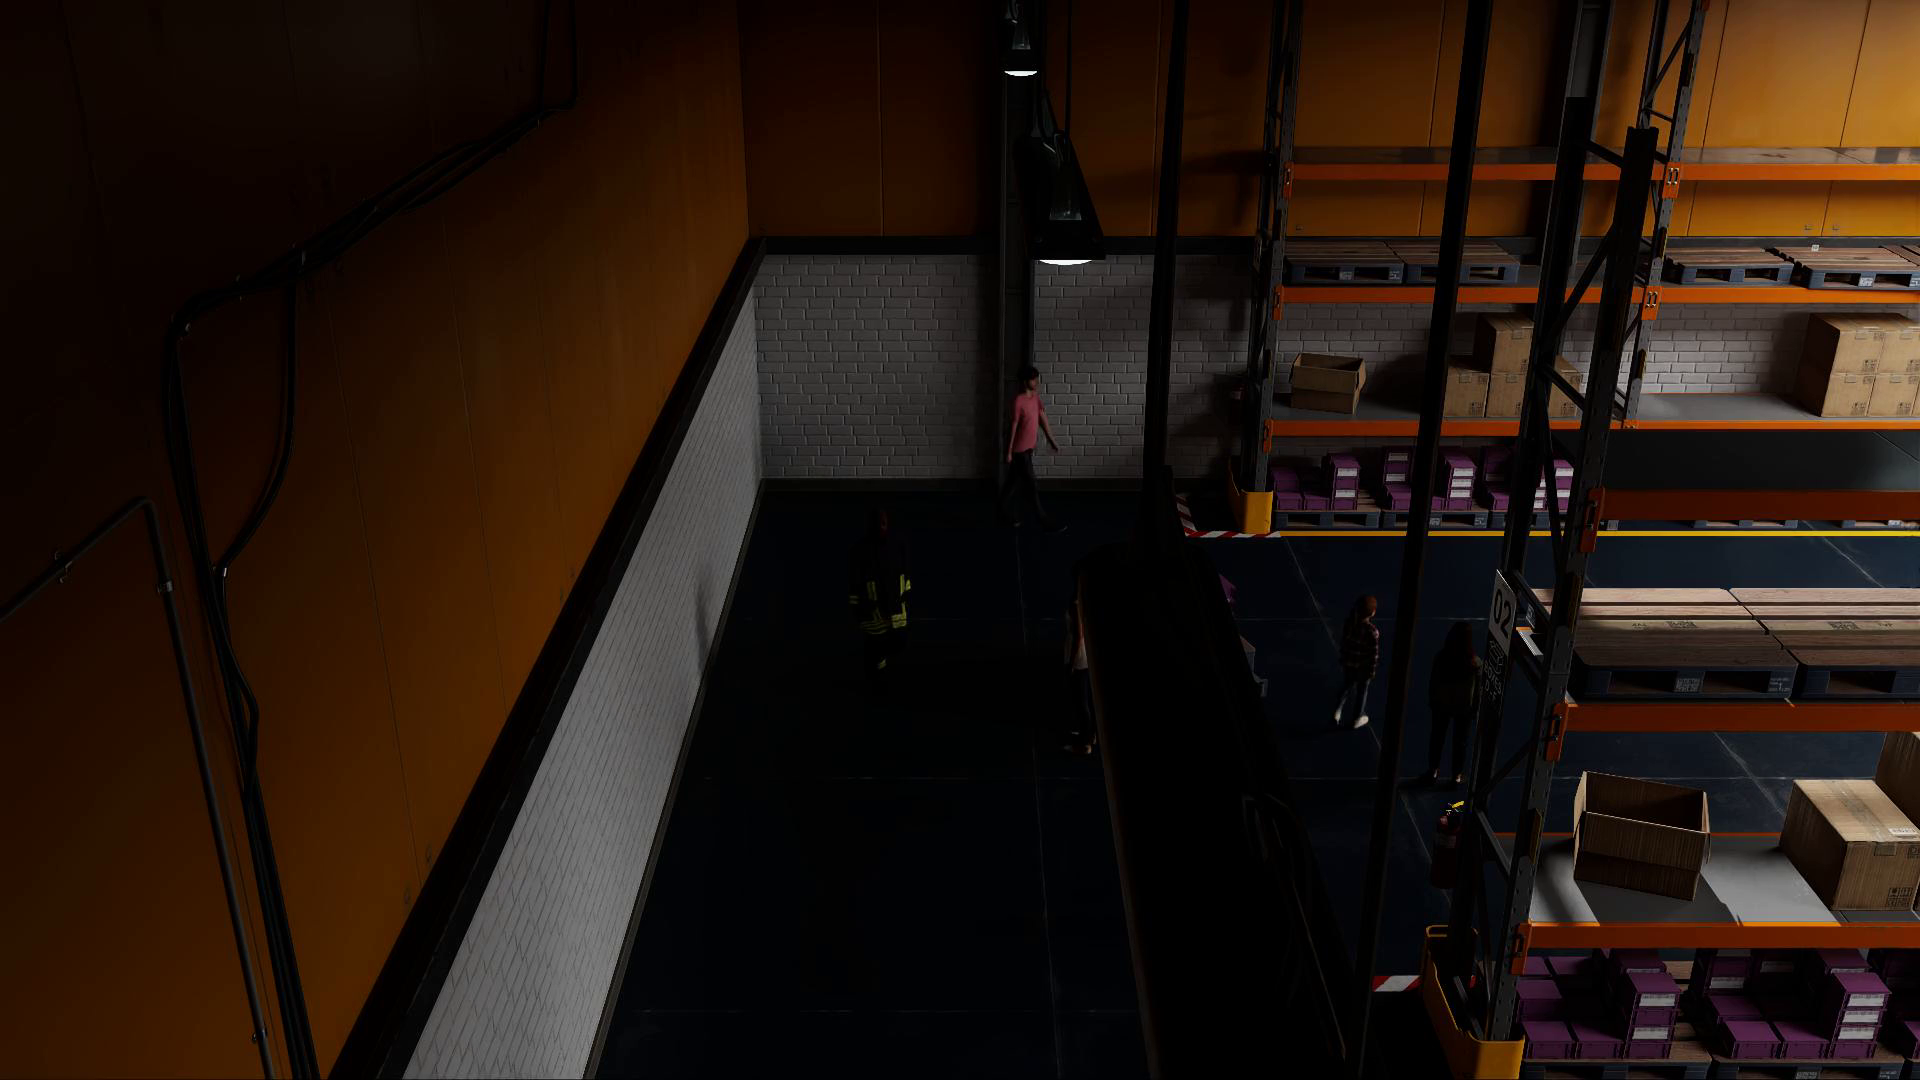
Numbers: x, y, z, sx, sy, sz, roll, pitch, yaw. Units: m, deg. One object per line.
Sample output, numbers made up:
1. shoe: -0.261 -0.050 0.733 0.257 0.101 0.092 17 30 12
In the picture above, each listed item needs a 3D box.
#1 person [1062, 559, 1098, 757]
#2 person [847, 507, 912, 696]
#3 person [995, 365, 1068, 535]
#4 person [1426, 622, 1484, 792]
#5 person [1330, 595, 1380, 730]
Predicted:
1. person: 1.045 0.982 14.001 0.667 1.784 0.674 11 26 23
2. person: -0.749 0.493 15.086 0.975 1.810 1.014 -9 25 -20
3. person: 0.596 -1.011 18.402 1.253 1.911 0.976 10 26 22
4. person: 4.020 1.346 13.552 0.589 1.476 0.713 11 26 24
5. person: 3.405 1.083 14.384 0.734 1.291 0.792 22 32 40
